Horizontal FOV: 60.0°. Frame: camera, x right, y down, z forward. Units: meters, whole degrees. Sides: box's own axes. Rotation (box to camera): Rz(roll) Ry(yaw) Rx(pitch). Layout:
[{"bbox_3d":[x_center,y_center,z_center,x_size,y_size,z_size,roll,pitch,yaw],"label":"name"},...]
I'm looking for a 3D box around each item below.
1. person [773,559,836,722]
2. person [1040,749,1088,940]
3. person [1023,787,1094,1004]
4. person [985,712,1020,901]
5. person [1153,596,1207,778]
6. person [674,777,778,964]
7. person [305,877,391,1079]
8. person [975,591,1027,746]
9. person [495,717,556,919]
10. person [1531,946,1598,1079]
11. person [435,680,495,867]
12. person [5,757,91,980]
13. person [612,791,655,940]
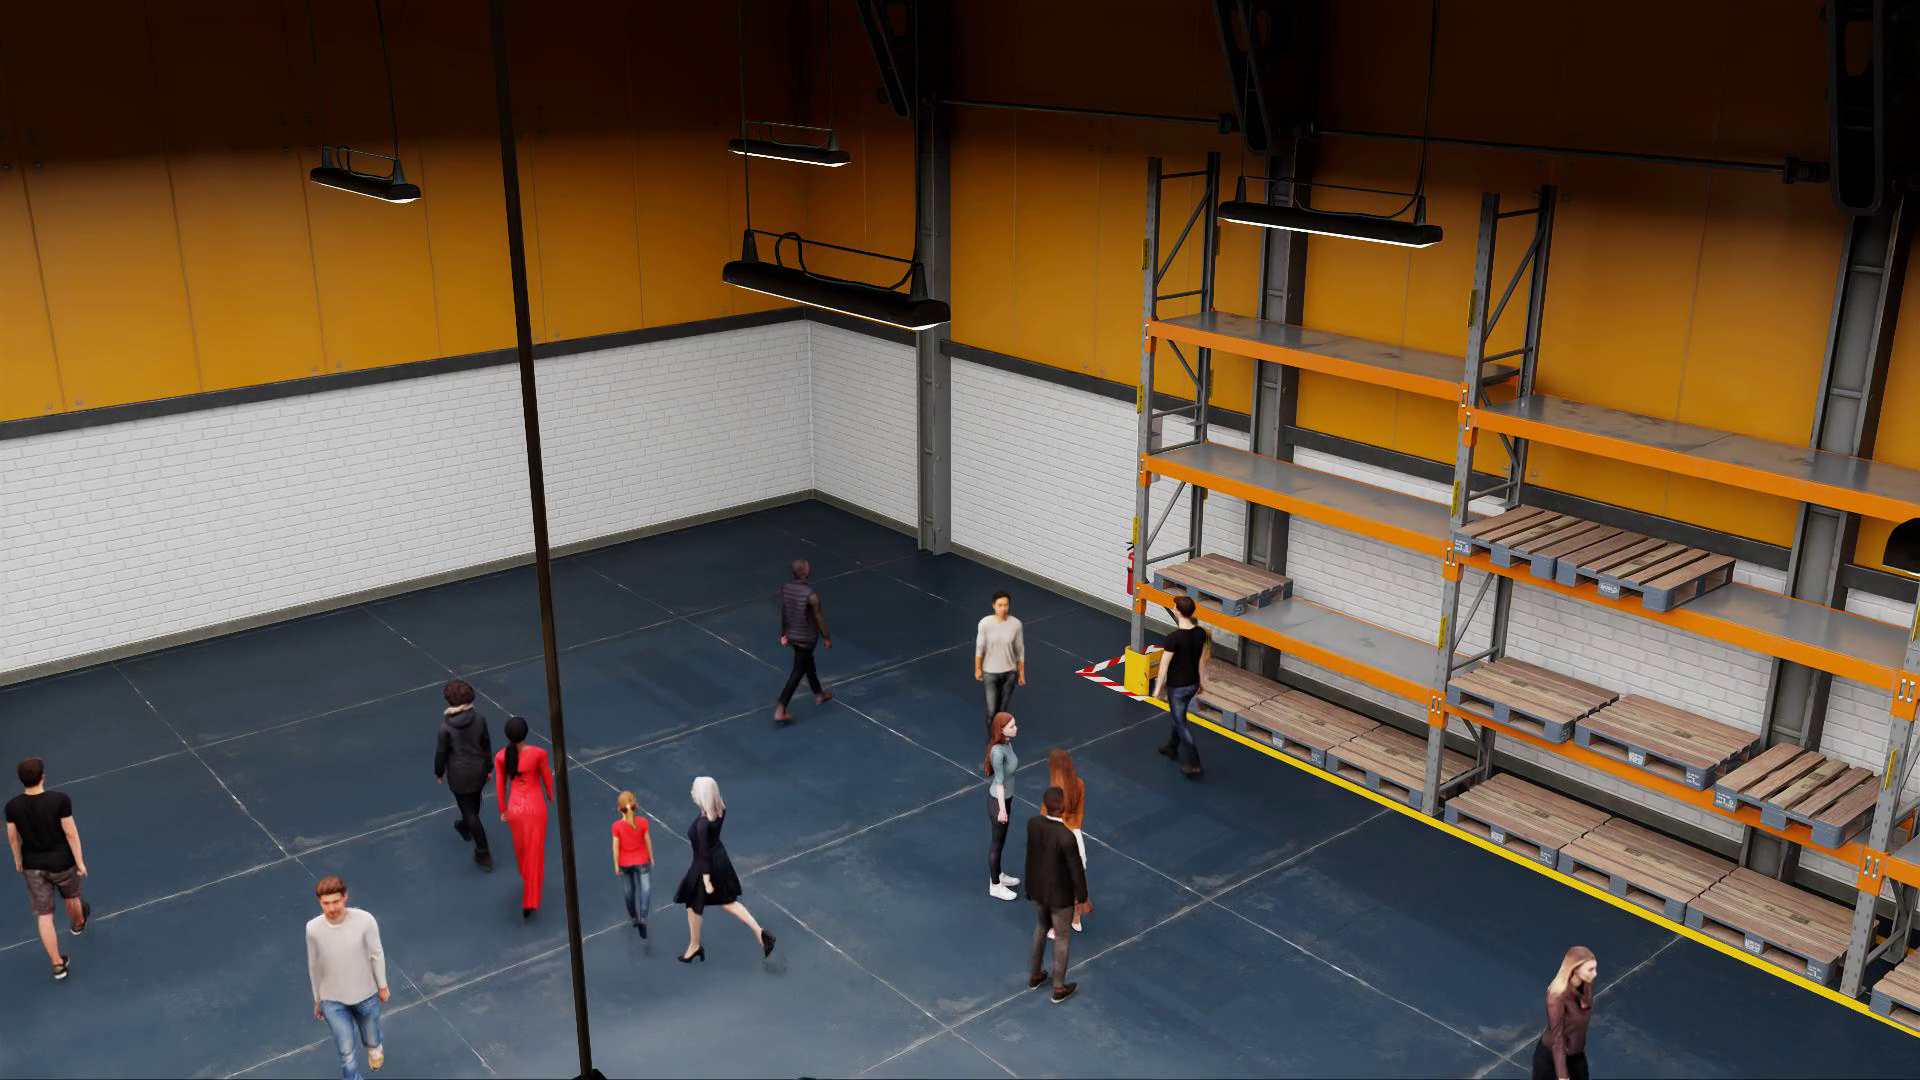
[{"bbox_3d":[-1.775,1.130,18.107,1.159,1.790,0.848,17,25,41],"label":"person"},{"bbox_3d":[0.879,2.556,13.993,0.619,1.713,0.562,-16,24,-40],"label":"person"},{"bbox_3d":[0.704,2.791,13.162,0.807,1.799,0.526,-15,24,-38],"label":"person"},{"bbox_3d":[0.367,2.316,14.658,0.725,1.743,0.677,3,19,9],"label":"person"},{"bbox_3d":[2.299,1.513,16.848,0.764,1.868,1.088,-12,22,-31],"label":"person"},{"bbox_3d":[-1.939,2.718,13.506,1.145,1.717,0.987,5,19,14],"label":"person"},{"bbox_3d":[-4.352,3.188,11.848,0.900,1.884,1.053,-5,19,-13],"label":"person"},{"bbox_3d":[0.394,1.347,17.446,0.880,1.801,0.975,-4,19,-10],"label":"person"},{"bbox_3d":[-3.764,2.420,14.363,1.083,1.735,1.208,0,19,0],"label":"person"},{"bbox_3d":[4.009,3.477,11.327,0.690,1.669,1.035,-12,22,-31],"label":"person"},{"bbox_3d":[-4.456,2.158,15.150,0.644,1.729,1.092,-14,23,-37],"label":"person"},{"bbox_3d":[-7.406,2.677,13.471,0.990,1.817,1.283,-6,20,-18],"label":"person"},{"bbox_3d":[-2.751,2.754,14.055,0.704,1.298,0.835,-3,19,-10],"label":"person"}]
